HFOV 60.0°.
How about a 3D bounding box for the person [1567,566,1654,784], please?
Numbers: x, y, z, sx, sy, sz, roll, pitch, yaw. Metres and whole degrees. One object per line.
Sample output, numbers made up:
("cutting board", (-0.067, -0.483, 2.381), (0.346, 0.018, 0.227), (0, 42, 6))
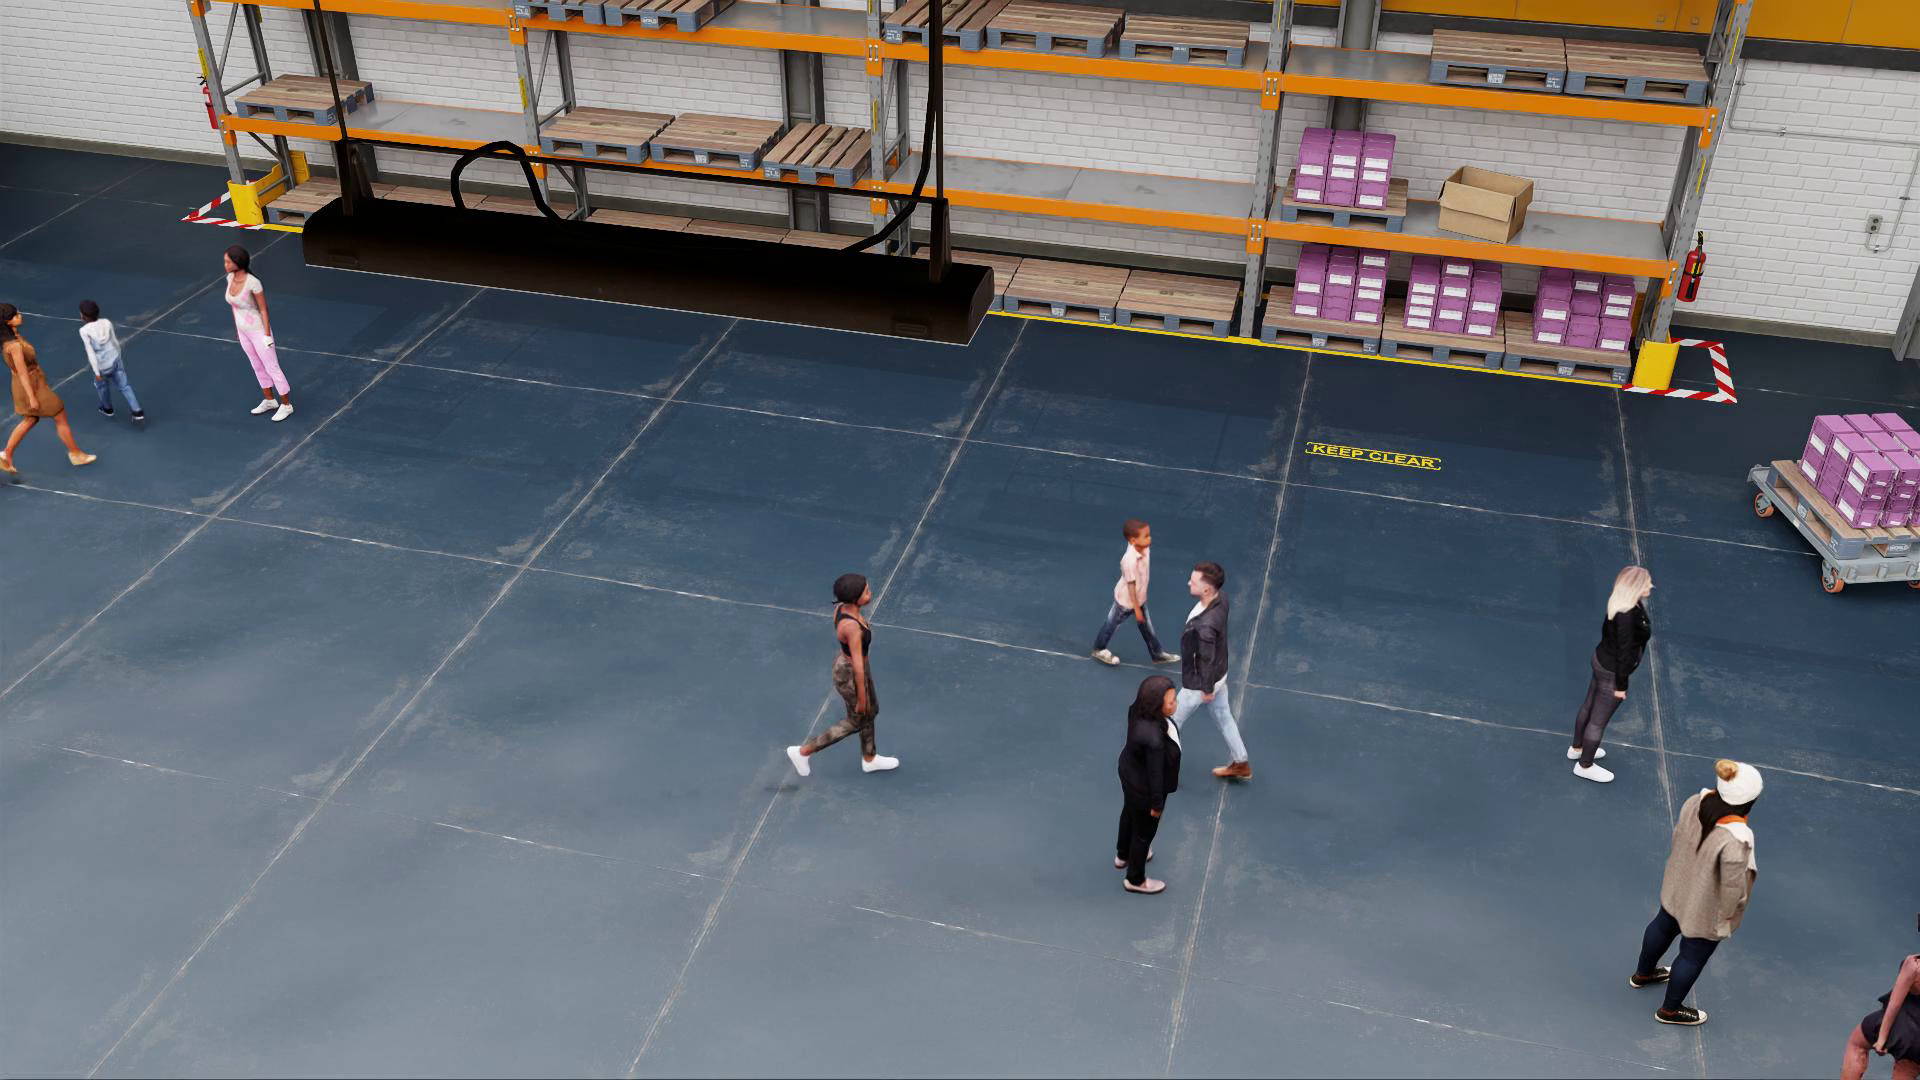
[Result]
("person", (4.439, 0.892, 11.377), (0.561, 1.685, 0.624), (5, 34, 8))

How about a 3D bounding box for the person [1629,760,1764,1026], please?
("person", (4.242, 1.984, 9.546), (0.819, 1.893, 0.811), (-6, 34, -9))

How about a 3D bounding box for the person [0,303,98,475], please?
("person", (-8.284, -1.291, 14.688), (1.032, 1.655, 1.028), (-22, 39, -29))

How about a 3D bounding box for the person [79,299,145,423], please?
("person", (-7.984, -1.656, 15.610), (0.939, 1.243, 0.687), (22, 39, 29))

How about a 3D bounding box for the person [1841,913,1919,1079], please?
("person", (4.985, 2.630, 8.680), (0.609, 1.776, 0.664), (3, 34, 5))

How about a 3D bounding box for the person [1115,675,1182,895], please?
("person", (1.161, 1.523, 10.494), (0.763, 1.612, 0.753), (-5, 34, -8))

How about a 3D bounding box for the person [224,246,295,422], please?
("person", (-6.605, -1.945, 15.593), (0.535, 1.741, 0.697), (18, 38, 25))

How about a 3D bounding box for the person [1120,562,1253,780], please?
("person", (1.740, 0.932, 11.212), (1.172, 1.801, 0.765), (12, 36, 18))

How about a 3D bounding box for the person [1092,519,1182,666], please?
("person", (1.211, 0.415, 12.472), (0.942, 1.267, 0.653), (17, 37, 24))

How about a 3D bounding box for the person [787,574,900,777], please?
("person", (-0.811, 0.964, 11.277), (1.088, 1.676, 0.860), (-5, 34, -8))
